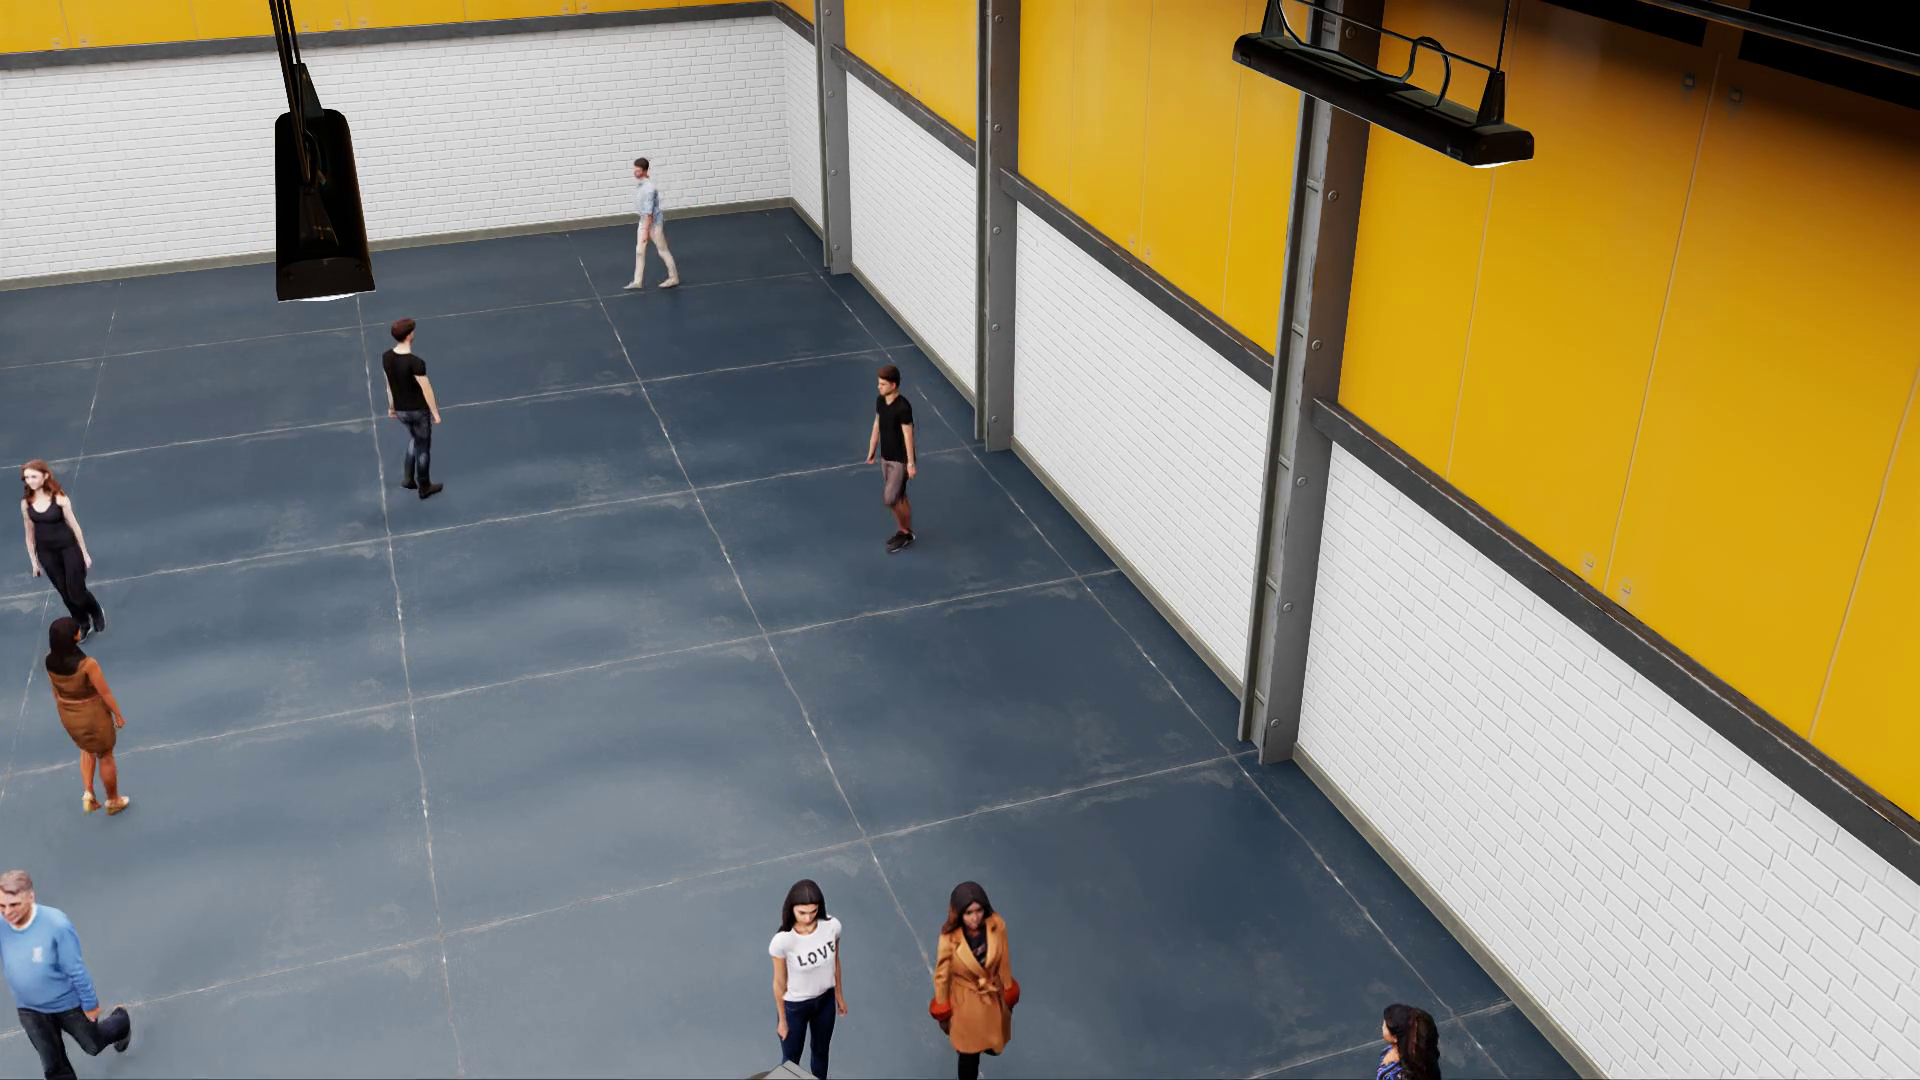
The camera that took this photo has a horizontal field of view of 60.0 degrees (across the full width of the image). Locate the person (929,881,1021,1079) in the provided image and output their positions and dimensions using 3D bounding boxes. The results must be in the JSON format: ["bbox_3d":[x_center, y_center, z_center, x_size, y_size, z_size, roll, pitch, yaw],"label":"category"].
[{"bbox_3d":[0.051,2.618,9.565,0.702,1.709,0.846,-11,30,-19],"label":"person"}]

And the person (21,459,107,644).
[{"bbox_3d":[-7.660,0.063,14.222,0.677,1.735,0.740,-3,29,-6],"label":"person"}]

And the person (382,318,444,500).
[{"bbox_3d":[-5.492,-1.255,16.482,0.858,1.885,0.918,12,31,21],"label":"person"}]

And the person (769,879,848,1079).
[{"bbox_3d":[-0.876,2.645,9.447,0.640,1.775,0.597,-18,34,-30],"label":"person"}]

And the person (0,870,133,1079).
[{"bbox_3d":[-5.180,2.569,9.571,0.902,1.790,1.167,1,29,1],"label":"person"}]

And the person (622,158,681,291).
[{"bbox_3d":[-4.001,-4.146,21.868,0.855,1.803,1.021,-11,31,-20],"label":"person"}]

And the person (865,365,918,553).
[{"bbox_3d":[-0.512,-0.798,15.680,0.825,1.849,0.659,-18,33,-30],"label":"person"}]

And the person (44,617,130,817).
[{"bbox_3d":[-6.322,1.330,11.958,0.721,1.679,0.768,5,29,9],"label":"person"}]

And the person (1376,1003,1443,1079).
[{"bbox_3d":[2.425,3.125,8.761,1.159,1.590,1.083,12,31,21],"label":"person"}]
